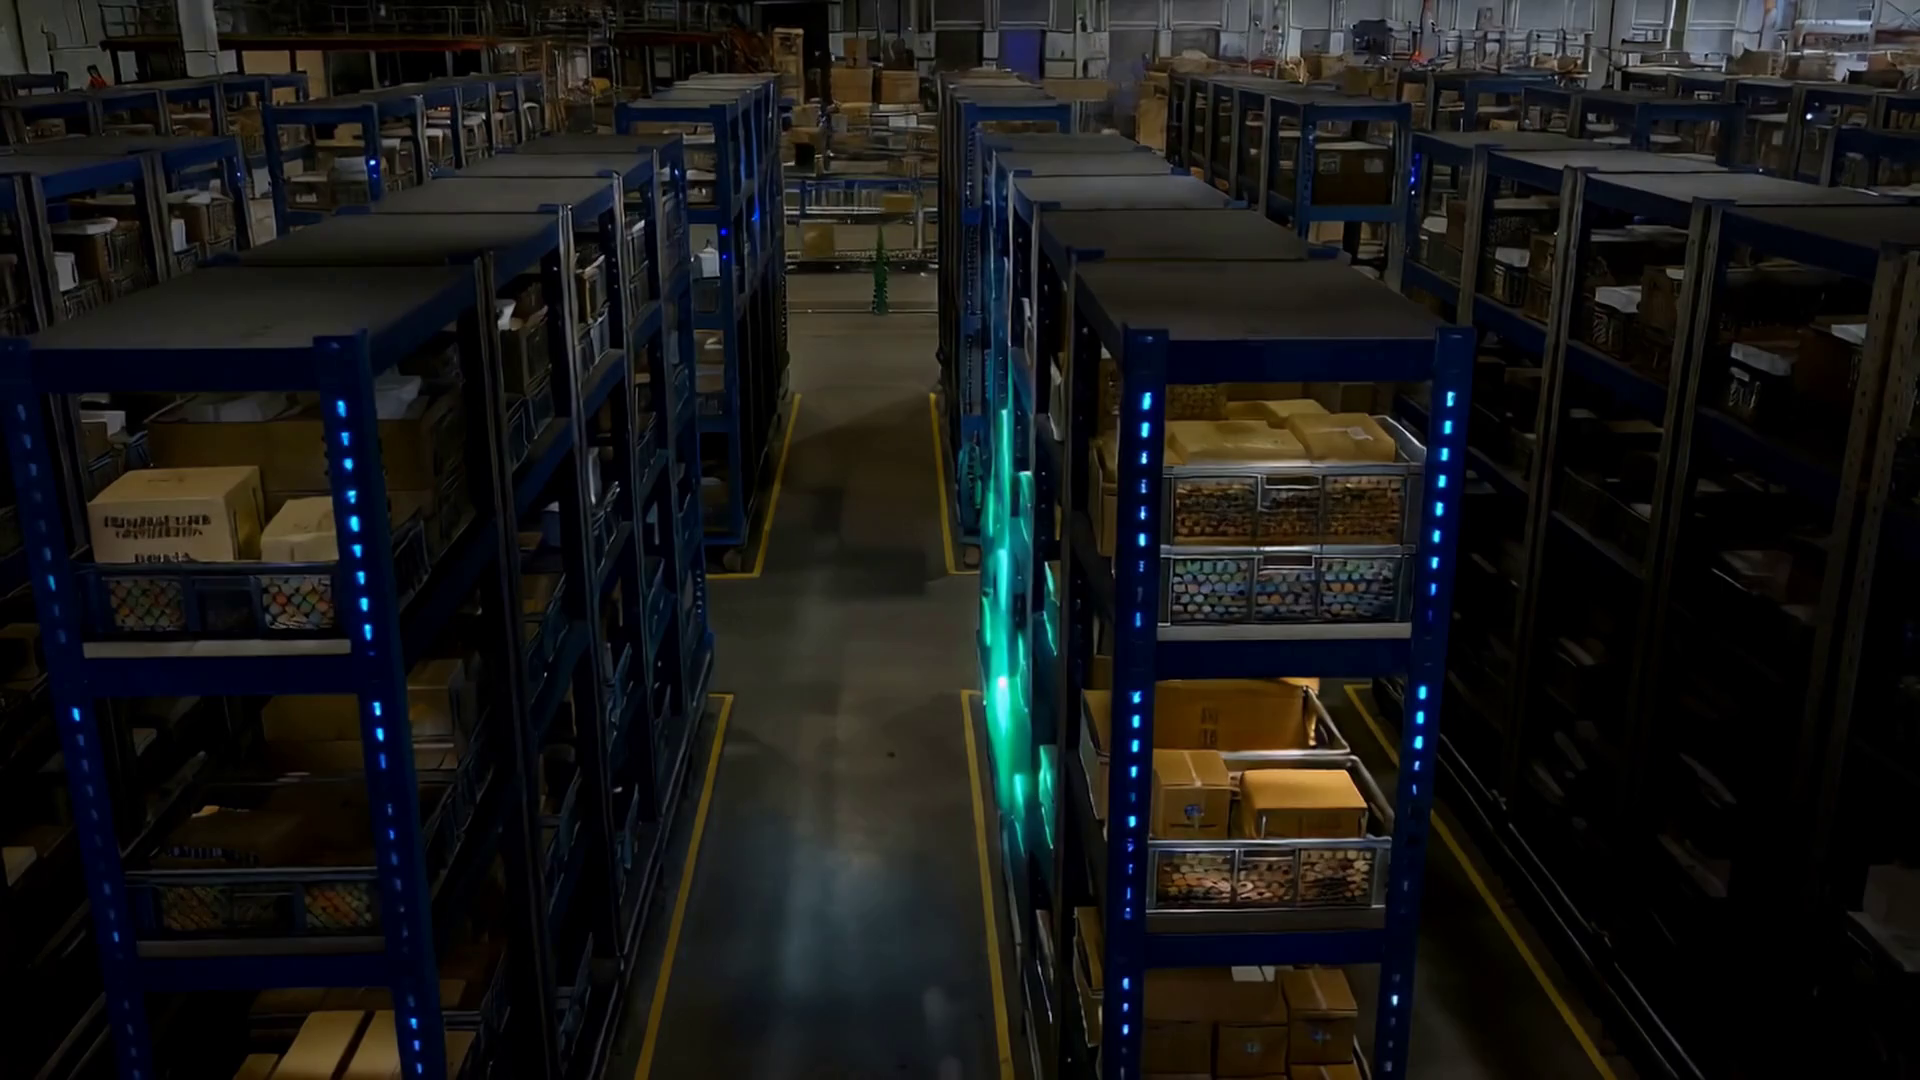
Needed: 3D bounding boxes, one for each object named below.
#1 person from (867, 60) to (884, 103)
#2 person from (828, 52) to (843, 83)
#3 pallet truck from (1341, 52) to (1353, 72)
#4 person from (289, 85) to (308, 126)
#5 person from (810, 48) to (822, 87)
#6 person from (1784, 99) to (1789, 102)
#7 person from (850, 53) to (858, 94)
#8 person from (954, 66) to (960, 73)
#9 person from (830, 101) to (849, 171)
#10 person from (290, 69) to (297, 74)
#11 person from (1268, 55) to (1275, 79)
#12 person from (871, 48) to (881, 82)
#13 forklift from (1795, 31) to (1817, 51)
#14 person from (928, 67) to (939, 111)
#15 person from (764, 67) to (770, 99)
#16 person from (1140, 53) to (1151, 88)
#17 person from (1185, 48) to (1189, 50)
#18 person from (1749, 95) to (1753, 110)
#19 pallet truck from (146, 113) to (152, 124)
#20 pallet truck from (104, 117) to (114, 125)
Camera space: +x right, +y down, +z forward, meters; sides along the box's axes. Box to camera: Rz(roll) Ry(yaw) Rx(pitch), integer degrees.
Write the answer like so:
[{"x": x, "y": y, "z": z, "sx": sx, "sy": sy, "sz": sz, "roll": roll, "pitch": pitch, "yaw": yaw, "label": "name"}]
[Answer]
[{"x": -3.483, "y": -19.187, "z": 70.024, "sx": 0.819, "sy": 2.024, "sz": 0.618, "roll": -7, "pitch": 19, "yaw": -19, "label": "person"}, {"x": -6.999, "y": -26.452, "z": 93.088, "sx": 0.883, "sy": 1.651, "sz": 0.542, "roll": -6, "pitch": 19, "yaw": -19, "label": "person"}, {"x": 18.794, "y": -23.123, "z": 82.231, "sx": 0.823, "sy": 1.965, "sz": 1.885, "roll": -13, "pitch": 22, "yaw": -35, "label": "pallet truck"}, {"x": -22.971, "y": -15.156, "z": 57.756, "sx": 0.572, "sy": 1.887, "sz": 0.356, "roll": -13, "pitch": 22, "yaw": -36, "label": "person"}, {"x": -7.659, "y": -25.045, "z": 88.207, "sx": 0.655, "sy": 1.974, "sz": 0.473, "roll": 3, "pitch": 18, "yaw": 8, "label": "person"}, {"x": 30.576, "y": -16.354, "z": 61.806, "sx": 0.782, "sy": 1.670, "sz": 0.534, "roll": 6, "pitch": 19, "yaw": 19, "label": "person"}, {"x": -5.203, "y": -22.983, "z": 81.900, "sx": 0.375, "sy": 1.934, "sz": 0.547, "roll": 9, "pitch": 20, "yaw": 26, "label": "person"}, {"x": -0.118, "y": -17.891, "z": 66.186, "sx": 0.636, "sy": 1.915, "sz": 0.444, "roll": 0, "pitch": 18, "yaw": -1, "label": "person"}, {"x": -3.117, "y": -10.392, "z": 43.048, "sx": 0.514, "sy": 1.866, "sz": 0.329, "roll": -10, "pitch": 20, "yaw": -28, "label": "person"}, {"x": -25.043, "y": -16.756, "z": 62.641, "sx": 0.382, "sy": 1.928, "sz": 0.587, "roll": -15, "pitch": 23, "yaw": -39, "label": "person"}, {"x": 15.071, "y": -22.585, "z": 80.771, "sx": 0.334, "sy": 1.873, "sz": 0.521, "roll": 14, "pitch": 23, "yaw": 38, "label": "person"}, {"x": -4.542, "y": -26.688, "z": 93.500, "sx": 0.963, "sy": 1.859, "sz": 0.677, "roll": -3, "pitch": 18, "yaw": -10, "label": "person"}, {"x": 45.898, "y": -26.250, "z": 90.495, "sx": 1.129, "sy": 2.768, "sz": 1.873, "roll": -1, "pitch": 18, "yaw": -2, "label": "forklift"}, {"x": -0.914, "y": -16.588, "z": 61.940, "sx": 0.536, "sy": 2.000, "sz": 0.688, "roll": 6, "pitch": 19, "yaw": 17, "label": "person"}, {"x": -7.612, "y": -17.468, "z": 64.905, "sx": 0.925, "sy": 1.902, "sz": 0.542, "roll": -5, "pitch": 19, "yaw": -16, "label": "person"}, {"x": 9.860, "y": -24.551, "z": 86.976, "sx": 0.954, "sy": 1.791, "sz": 0.624, "roll": 6, "pitch": 19, "yaw": 19, "label": "person"}, {"x": 11.943, "y": -24.914, "z": 87.775, "sx": 0.378, "sy": 1.996, "sz": 0.611, "roll": -13, "pitch": 22, "yaw": -34, "label": "person"}, {"x": 32.016, "y": -18.299, "z": 67.433, "sx": 0.590, "sy": 1.917, "sz": 0.395, "roll": 2, "pitch": 18, "yaw": 6, "label": "person"}, {"x": -18.087, "y": -8.309, "z": 36.390, "sx": 1.885, "sy": 1.965, "sz": 0.823, "roll": -1, "pitch": 18, "yaw": -4, "label": "pallet truck"}, {"x": -18.367, "y": -7.885, "z": 35.078, "sx": 1.885, "sy": 1.965, "sz": 0.823, "roll": 1, "pitch": 18, "yaw": 2, "label": "pallet truck"}]
